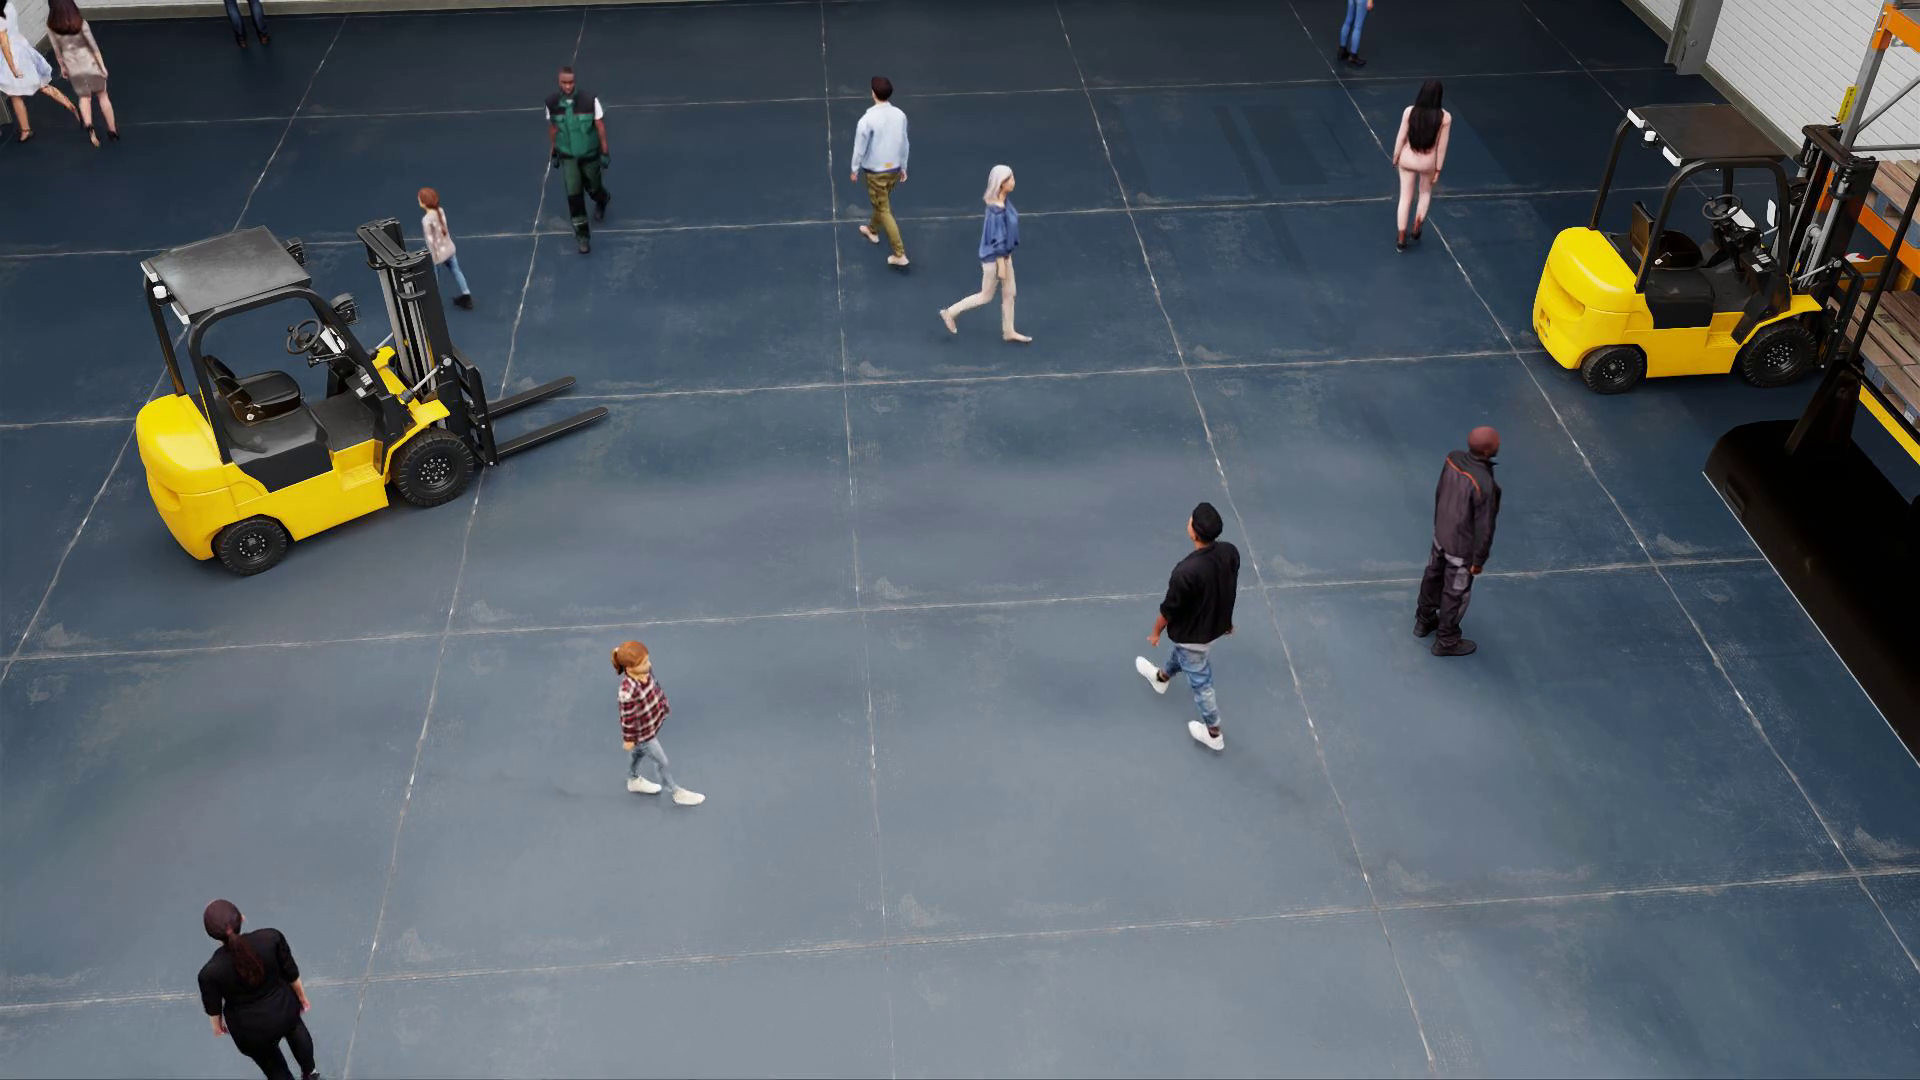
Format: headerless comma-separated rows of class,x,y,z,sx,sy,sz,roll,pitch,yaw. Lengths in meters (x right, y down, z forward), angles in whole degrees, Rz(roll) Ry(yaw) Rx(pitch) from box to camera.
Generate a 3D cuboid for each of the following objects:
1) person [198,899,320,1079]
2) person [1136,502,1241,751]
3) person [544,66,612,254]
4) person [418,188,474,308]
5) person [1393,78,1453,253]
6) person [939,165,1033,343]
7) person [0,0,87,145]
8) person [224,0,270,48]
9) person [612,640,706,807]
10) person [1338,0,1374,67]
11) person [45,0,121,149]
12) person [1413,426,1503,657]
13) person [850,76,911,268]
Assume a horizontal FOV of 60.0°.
person,-3.459,2.457,8.362,0.793,1.647,0.736,30,47,32
person,1.572,0.595,10.597,1.111,1.768,1.260,-27,46,-30
person,-3.639,-3.736,15.995,0.736,1.800,1.157,-1,39,-1
person,-4.669,-2.627,15.113,0.786,1.166,0.818,15,41,17
person,4.336,-3.530,15.809,0.749,1.709,0.783,11,40,13
person,0.229,-2.446,14.482,0.835,1.671,1.058,6,39,7
person,-9.903,-5.061,17.661,0.862,1.791,1.070,1,39,1
person,-8.677,-6.854,19.817,0.807,1.903,0.783,-18,42,-22
person,-2.035,1.123,10.321,0.724,1.288,0.774,6,39,8
person,4.667,-6.378,19.438,0.719,1.631,0.550,-14,41,-17
person,-9.264,-4.910,17.524,0.666,1.725,0.906,-6,39,-7
person,3.389,-0.015,11.315,0.816,1.825,0.634,-13,41,-16
person,-0.696,-3.415,15.614,1.092,1.773,1.266,-25,45,-28
